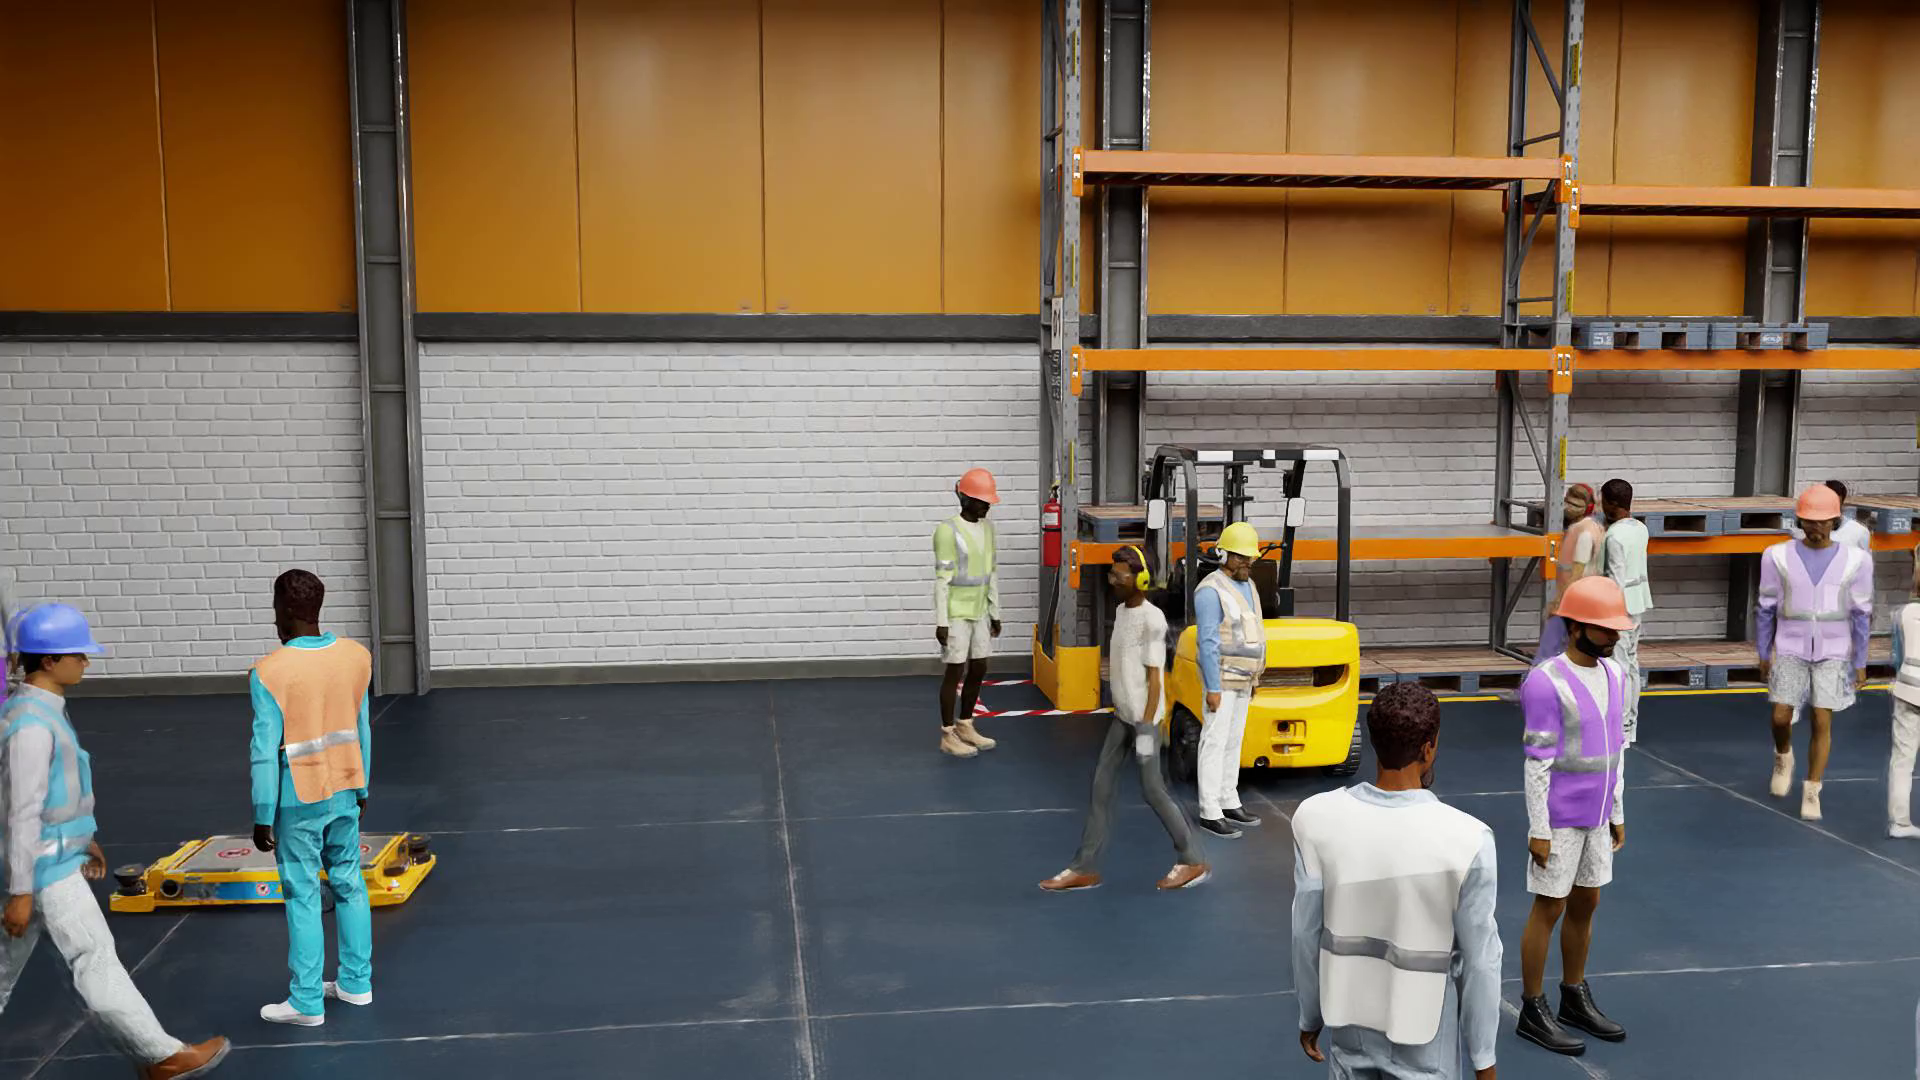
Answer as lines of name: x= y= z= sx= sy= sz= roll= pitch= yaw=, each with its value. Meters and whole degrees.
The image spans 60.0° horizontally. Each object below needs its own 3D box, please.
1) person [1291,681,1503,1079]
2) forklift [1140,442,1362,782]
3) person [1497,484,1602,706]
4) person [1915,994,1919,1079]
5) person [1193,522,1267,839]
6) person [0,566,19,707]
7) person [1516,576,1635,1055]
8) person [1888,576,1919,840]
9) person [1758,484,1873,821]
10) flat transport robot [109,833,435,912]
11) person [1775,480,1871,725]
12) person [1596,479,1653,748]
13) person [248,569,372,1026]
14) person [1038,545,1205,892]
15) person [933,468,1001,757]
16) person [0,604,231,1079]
person: x=1.194 y=1.342 z=4.598 sx=0.587 sy=1.920 sz=0.392 roll=5 pitch=8 yaw=36
forklift: x=1.912 y=0.418 z=11.496 sx=1.214 sy=2.155 sz=2.313 roll=-1 pitch=7 yaw=-8
person: x=4.583 y=0.467 z=12.749 sx=0.805 sy=1.800 sz=0.576 roll=1 pitch=7 yaw=12
person: x=3.689 y=1.185 z=5.897 sx=0.418 sy=1.939 sz=0.611 roll=-1 pitch=7 yaw=-12
person: x=1.587 y=0.803 z=9.720 sx=0.404 sy=1.826 sz=0.587 roll=4 pitch=8 yaw=34
person: x=-6.408 y=0.717 z=10.785 sx=0.559 sy=1.751 sz=0.326 roll=-5 pitch=8 yaw=-35
person: x=2.500 y=1.098 z=6.703 sx=0.544 sy=1.930 sz=0.389 roll=-4 pitch=8 yaw=-32
person: x=5.647 y=0.921 z=9.550 sx=0.674 sy=1.614 sz=0.540 roll=-2 pitch=7 yaw=-20
person: x=5.145 y=0.670 z=10.038 sx=0.609 sy=2.031 sz=0.472 roll=3 pitch=7 yaw=26
flat transport robot: x=-3.518 y=1.703 z=8.584 sx=1.431 sy=0.197 sz=0.652 roll=0 pitch=7 yaw=-4
person: x=6.605 y=0.456 z=12.682 sx=1.042 sy=1.852 sz=0.607 roll=-3 pitch=7 yaw=-26
person: x=4.694 y=0.521 z=11.815 sx=0.390 sy=1.914 sz=0.587 roll=5 pitch=8 yaw=37
person: x=-2.711 y=1.075 z=6.999 sx=0.392 sy=1.911 sz=0.587 roll=3 pitch=7 yaw=26
person: x=0.887 y=0.930 z=8.635 sx=0.887 sy=1.829 sz=0.552 roll=-2 pitch=7 yaw=-20
person: x=0.074 y=0.504 z=11.533 sx=0.454 sy=2.020 sz=0.617 roll=5 pitch=8 yaw=39
person: x=-3.359 y=1.179 z=6.186 sx=1.011 sy=1.893 sz=0.625 roll=-4 pitch=8 yaw=-31
